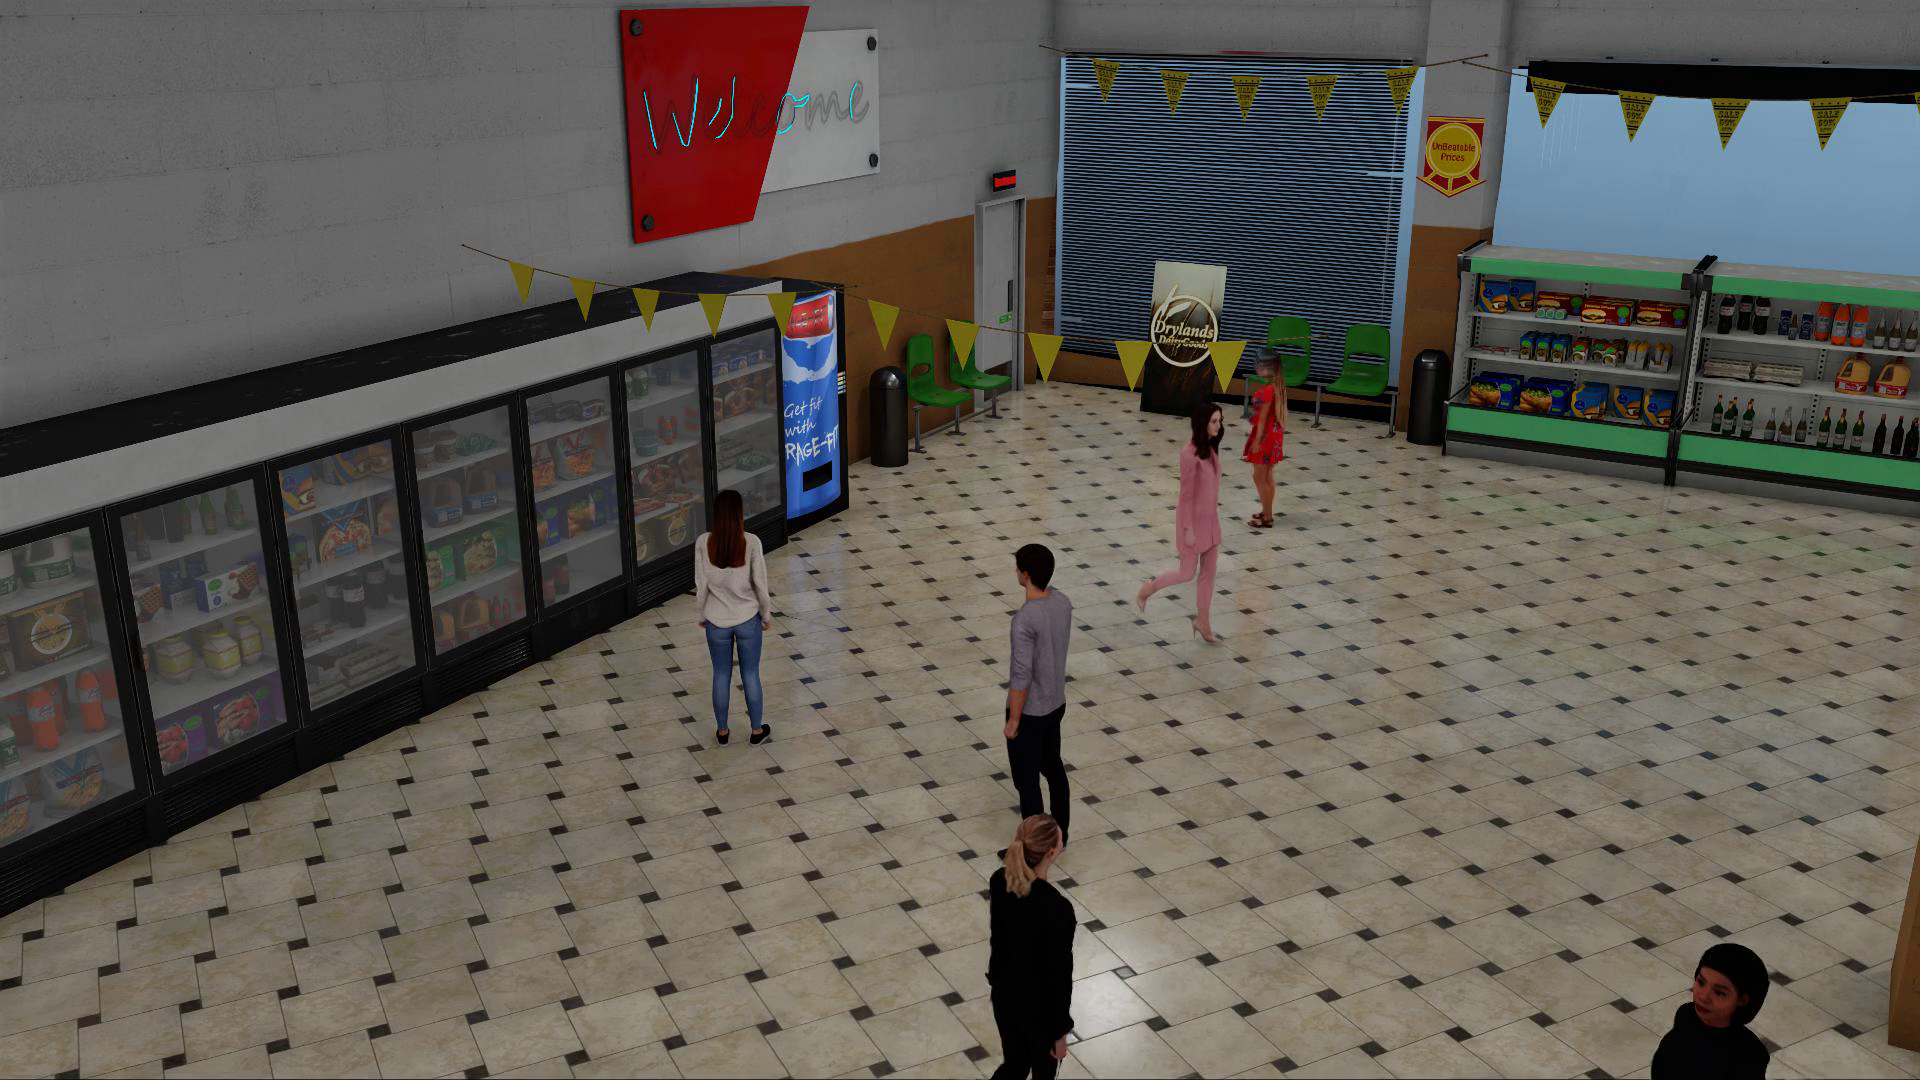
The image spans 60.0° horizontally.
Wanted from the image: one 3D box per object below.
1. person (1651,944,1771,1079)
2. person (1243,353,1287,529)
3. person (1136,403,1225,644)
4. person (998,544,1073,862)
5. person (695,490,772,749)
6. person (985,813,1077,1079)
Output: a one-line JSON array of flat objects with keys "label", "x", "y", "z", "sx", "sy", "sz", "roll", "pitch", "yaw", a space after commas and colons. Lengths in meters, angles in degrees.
[{"label": "person", "x": 2.570, "y": 2.122, "z": 5.664, "sx": 1.012, "sy": 1.674, "sz": 1.059, "roll": -9, "pitch": 20, "yaw": -24}, {"label": "person", "x": 2.724, "y": -0.903, "z": 14.779, "sx": 0.590, "sy": 1.581, "sz": 0.552, "roll": -17, "pitch": 25, "yaw": -41}, {"label": "person", "x": 1.652, "y": -0.123, "z": 12.152, "sx": 1.002, "sy": 1.782, "sz": 0.720, "roll": 14, "pitch": 23, "yaw": 36}, {"label": "person", "x": 0.422, "y": 0.895, "z": 9.038, "sx": 0.541, "sy": 1.842, "sz": 0.678, "roll": 13, "pitch": 22, "yaw": 33}, {"label": "person", "x": -1.422, "y": 0.495, "z": 10.459, "sx": 0.646, "sy": 1.692, "sz": 0.765, "roll": 0, "pitch": 19, "yaw": 1}, {"label": "person", "x": 0.209, "y": 1.854, "z": 6.434, "sx": 0.836, "sy": 1.690, "sz": 0.894, "roll": -16, "pitch": 24, "yaw": -39}]
